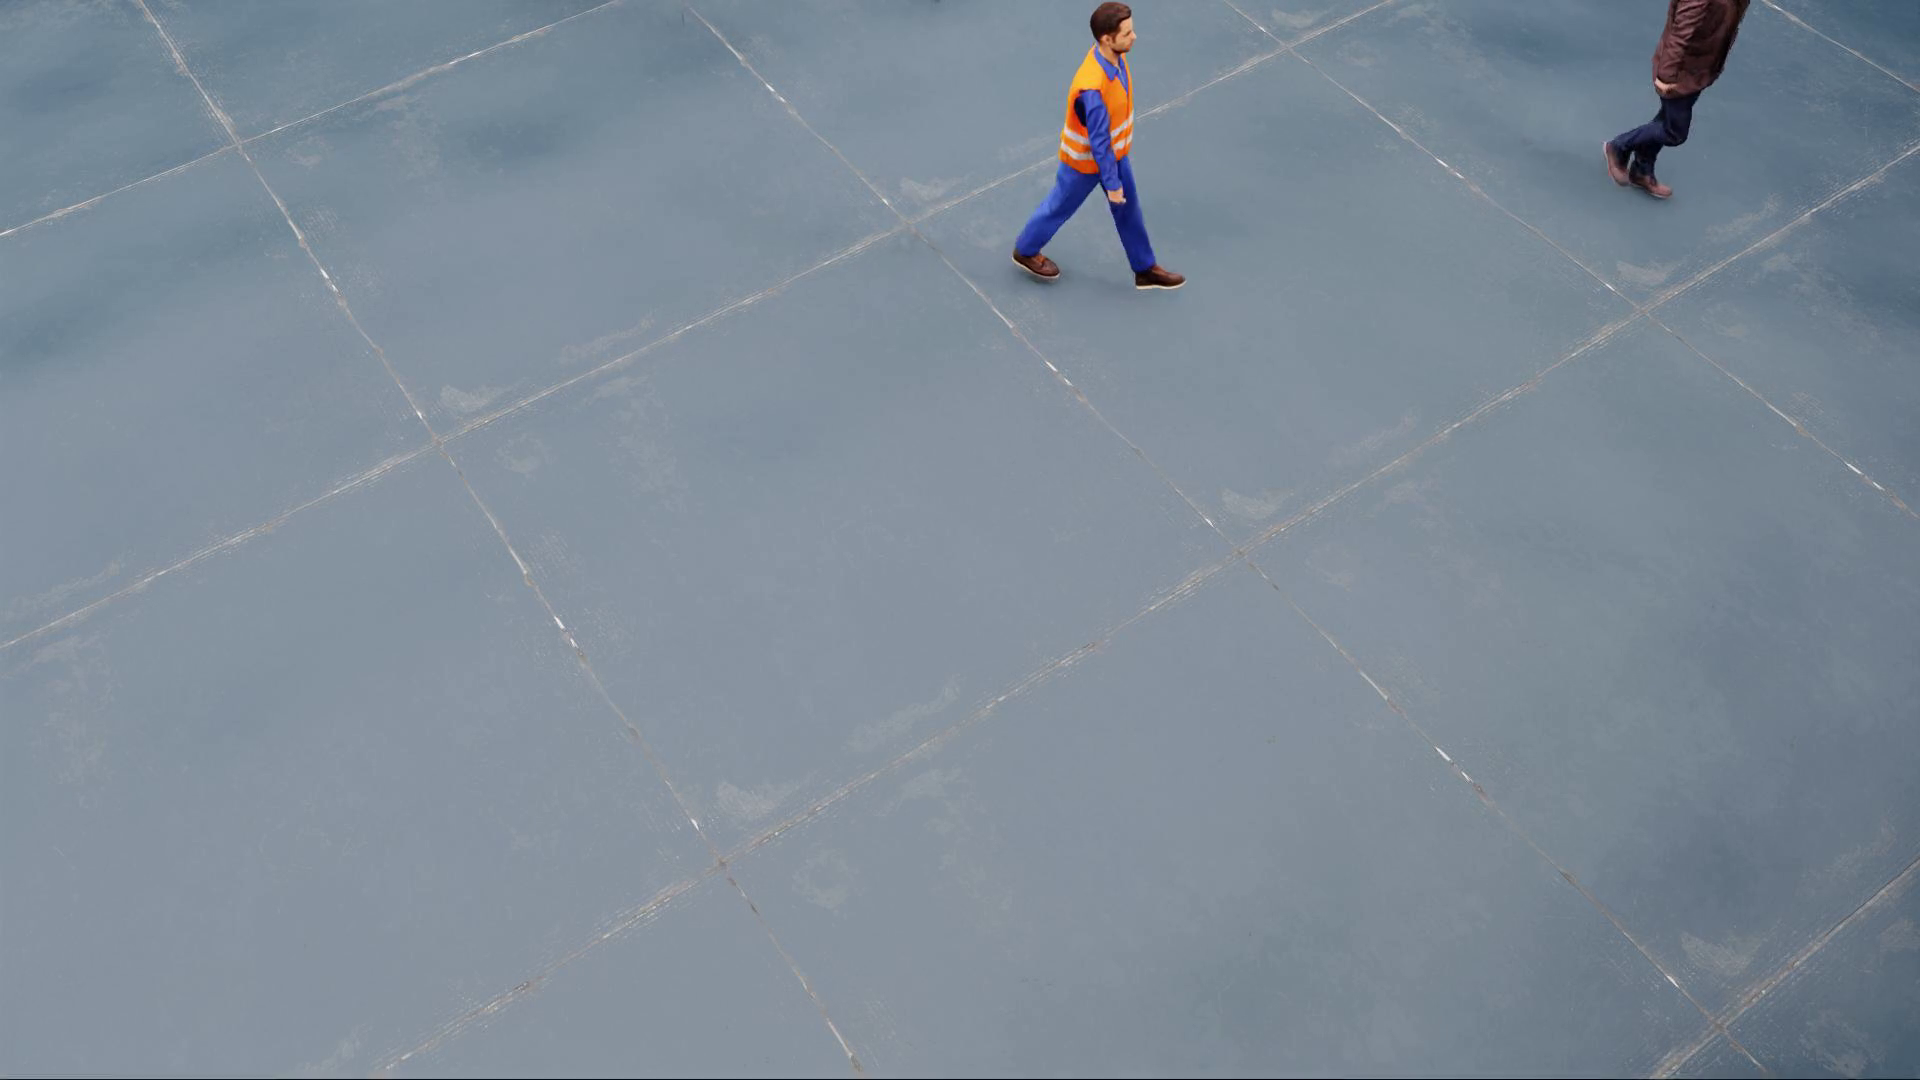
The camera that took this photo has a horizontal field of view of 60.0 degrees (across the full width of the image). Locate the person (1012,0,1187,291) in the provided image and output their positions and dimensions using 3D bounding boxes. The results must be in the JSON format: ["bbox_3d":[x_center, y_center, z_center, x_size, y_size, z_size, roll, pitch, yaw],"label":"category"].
[{"bbox_3d":[0.620,-2.033,8.841,1.337,1.811,1.132,18,54,13],"label":"person"}]

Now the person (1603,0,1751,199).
[{"bbox_3d":[4.041,-2.740,9.372,0.798,1.837,0.745,-35,60,-24],"label":"person"}]
